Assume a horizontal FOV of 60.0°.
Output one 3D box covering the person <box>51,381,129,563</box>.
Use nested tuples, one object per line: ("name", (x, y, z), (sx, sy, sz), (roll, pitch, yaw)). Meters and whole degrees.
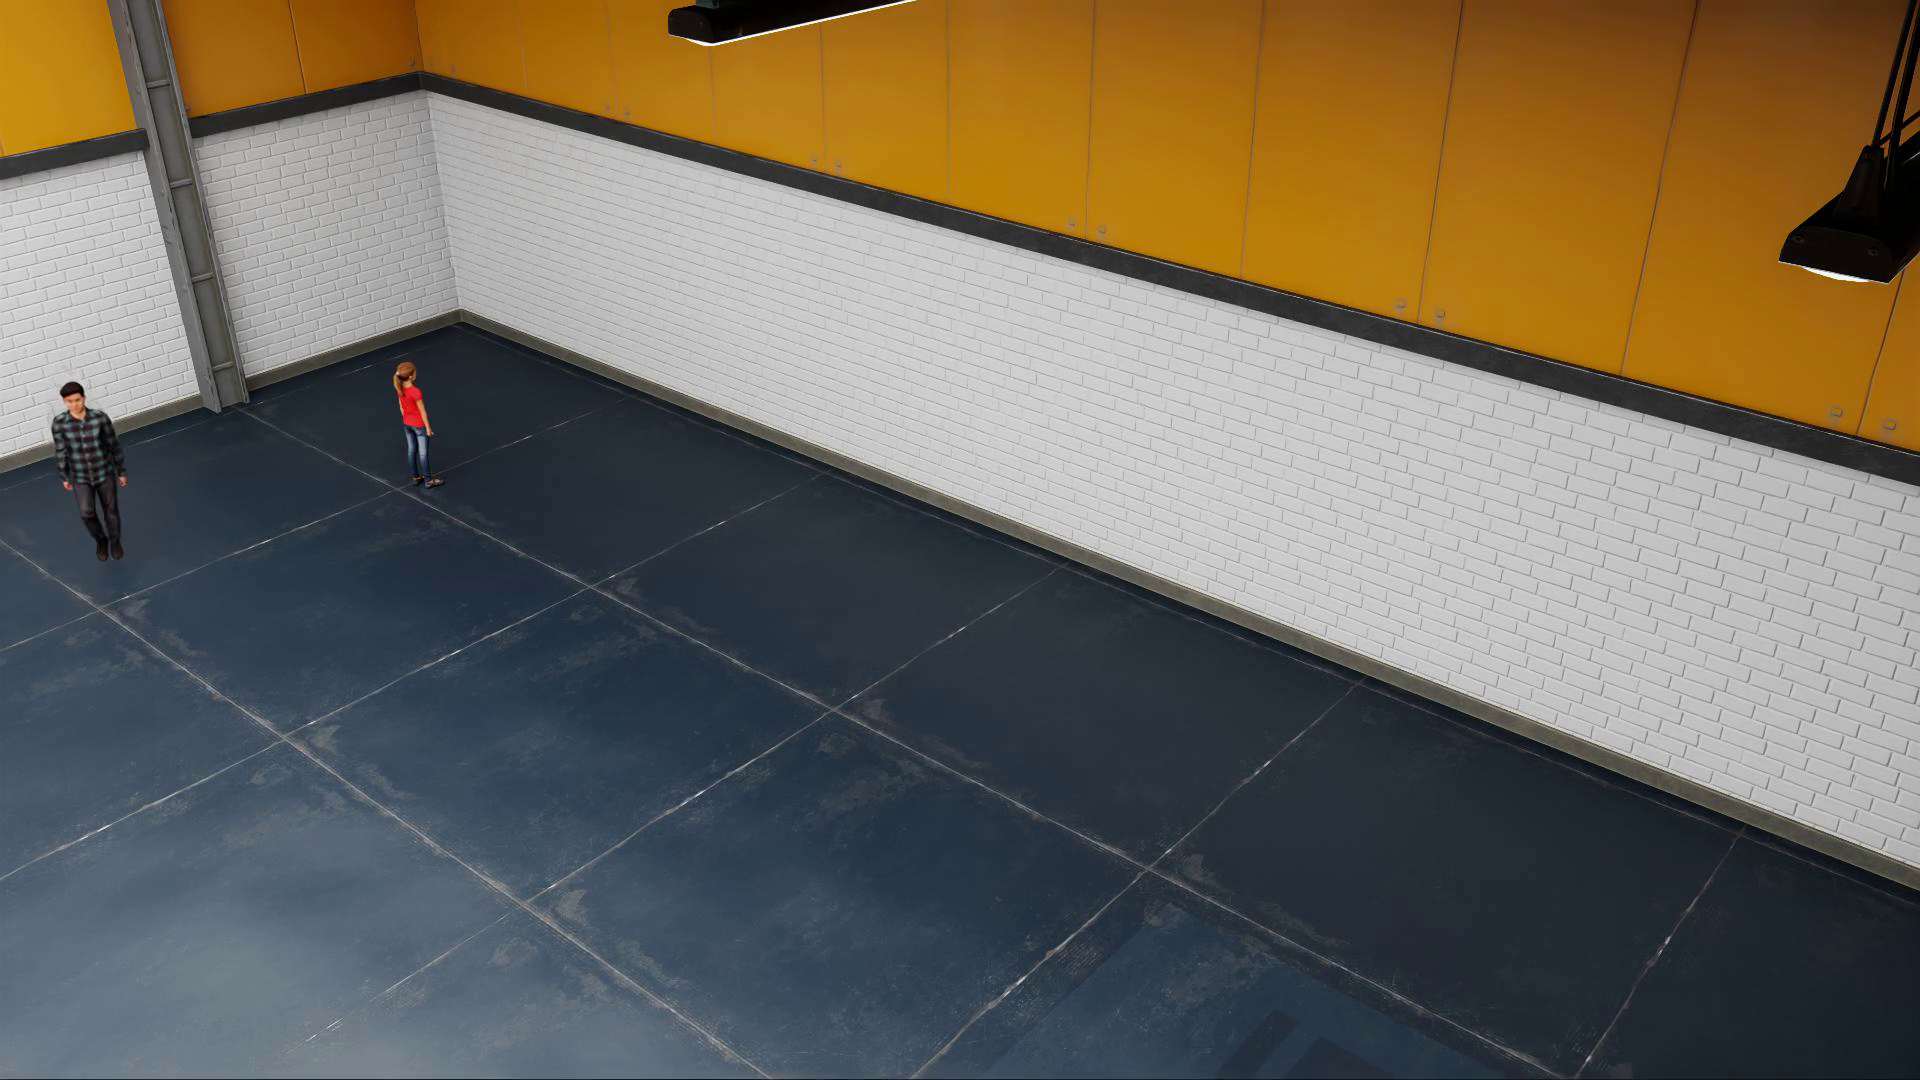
("person", (-7.658, -0.640, 14.663), (0.682, 1.706, 0.817), (-14, 31, -23))

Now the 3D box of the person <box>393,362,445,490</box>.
("person", (-5.348, -1.134, 16.313), (0.521, 1.310, 0.526), (16, 32, 27))
